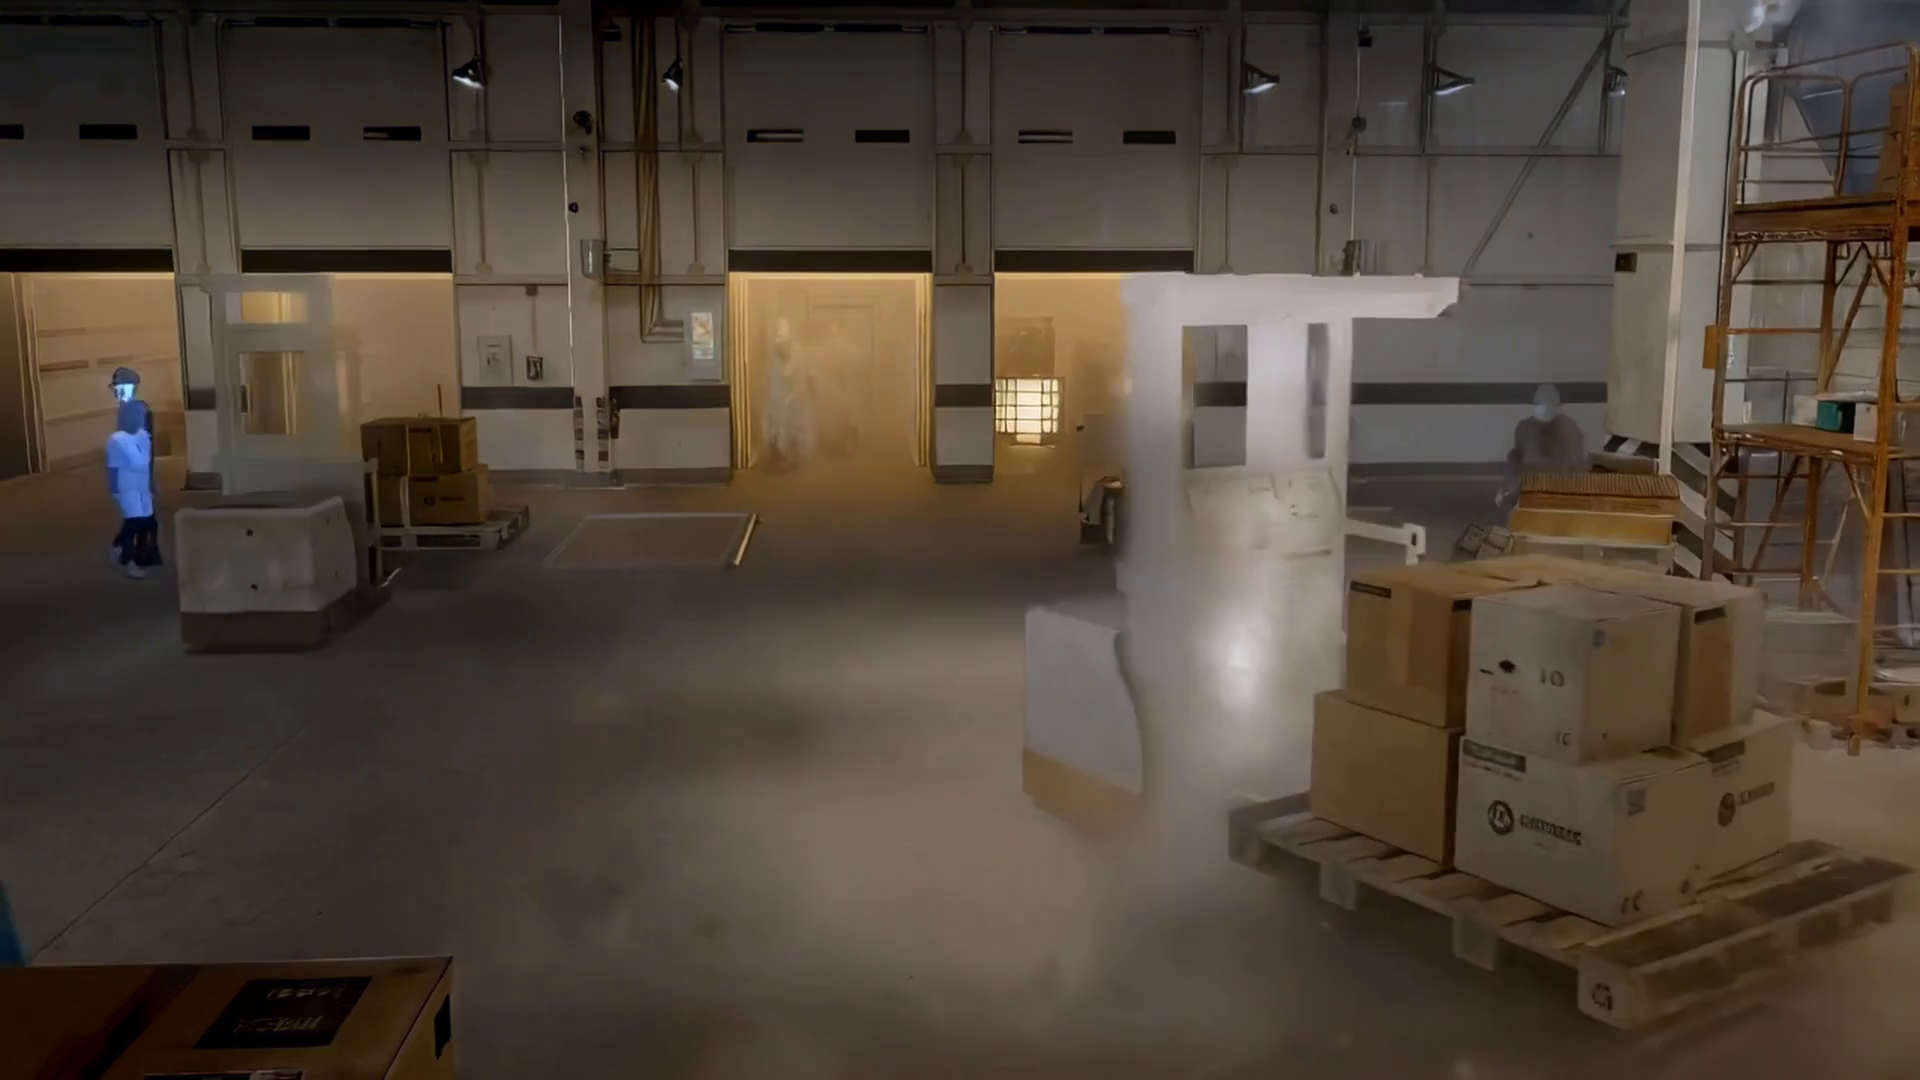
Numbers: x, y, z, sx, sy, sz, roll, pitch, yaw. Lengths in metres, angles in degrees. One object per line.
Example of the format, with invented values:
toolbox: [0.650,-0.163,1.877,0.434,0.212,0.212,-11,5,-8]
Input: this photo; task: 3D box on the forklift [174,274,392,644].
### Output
forklift: [-5.380,-0.700,13.143,1.129,2.768,1.873,-1,9,-4]

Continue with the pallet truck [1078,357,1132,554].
pallet truck: [2.088,-0.836,16.757,1.885,1.965,0.823,2,9,13]

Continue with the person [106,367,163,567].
person: [-8.024,-0.706,16.134,0.553,1.935,0.362,8,12,41]

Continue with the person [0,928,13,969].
person: [-2.594,1.201,4.240,0.592,1.915,0.556,-1,9,-3]

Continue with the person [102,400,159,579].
person: [-7.795,-0.479,15.530,0.532,1.671,0.568,1,9,6]

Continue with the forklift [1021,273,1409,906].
forklift: [1.232,0.087,8.200,1.129,2.768,1.873,-6,11,-32]

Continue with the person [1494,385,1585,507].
person: [5.004,-0.391,14.317,1.007,1.888,0.640,-5,10,-29]
